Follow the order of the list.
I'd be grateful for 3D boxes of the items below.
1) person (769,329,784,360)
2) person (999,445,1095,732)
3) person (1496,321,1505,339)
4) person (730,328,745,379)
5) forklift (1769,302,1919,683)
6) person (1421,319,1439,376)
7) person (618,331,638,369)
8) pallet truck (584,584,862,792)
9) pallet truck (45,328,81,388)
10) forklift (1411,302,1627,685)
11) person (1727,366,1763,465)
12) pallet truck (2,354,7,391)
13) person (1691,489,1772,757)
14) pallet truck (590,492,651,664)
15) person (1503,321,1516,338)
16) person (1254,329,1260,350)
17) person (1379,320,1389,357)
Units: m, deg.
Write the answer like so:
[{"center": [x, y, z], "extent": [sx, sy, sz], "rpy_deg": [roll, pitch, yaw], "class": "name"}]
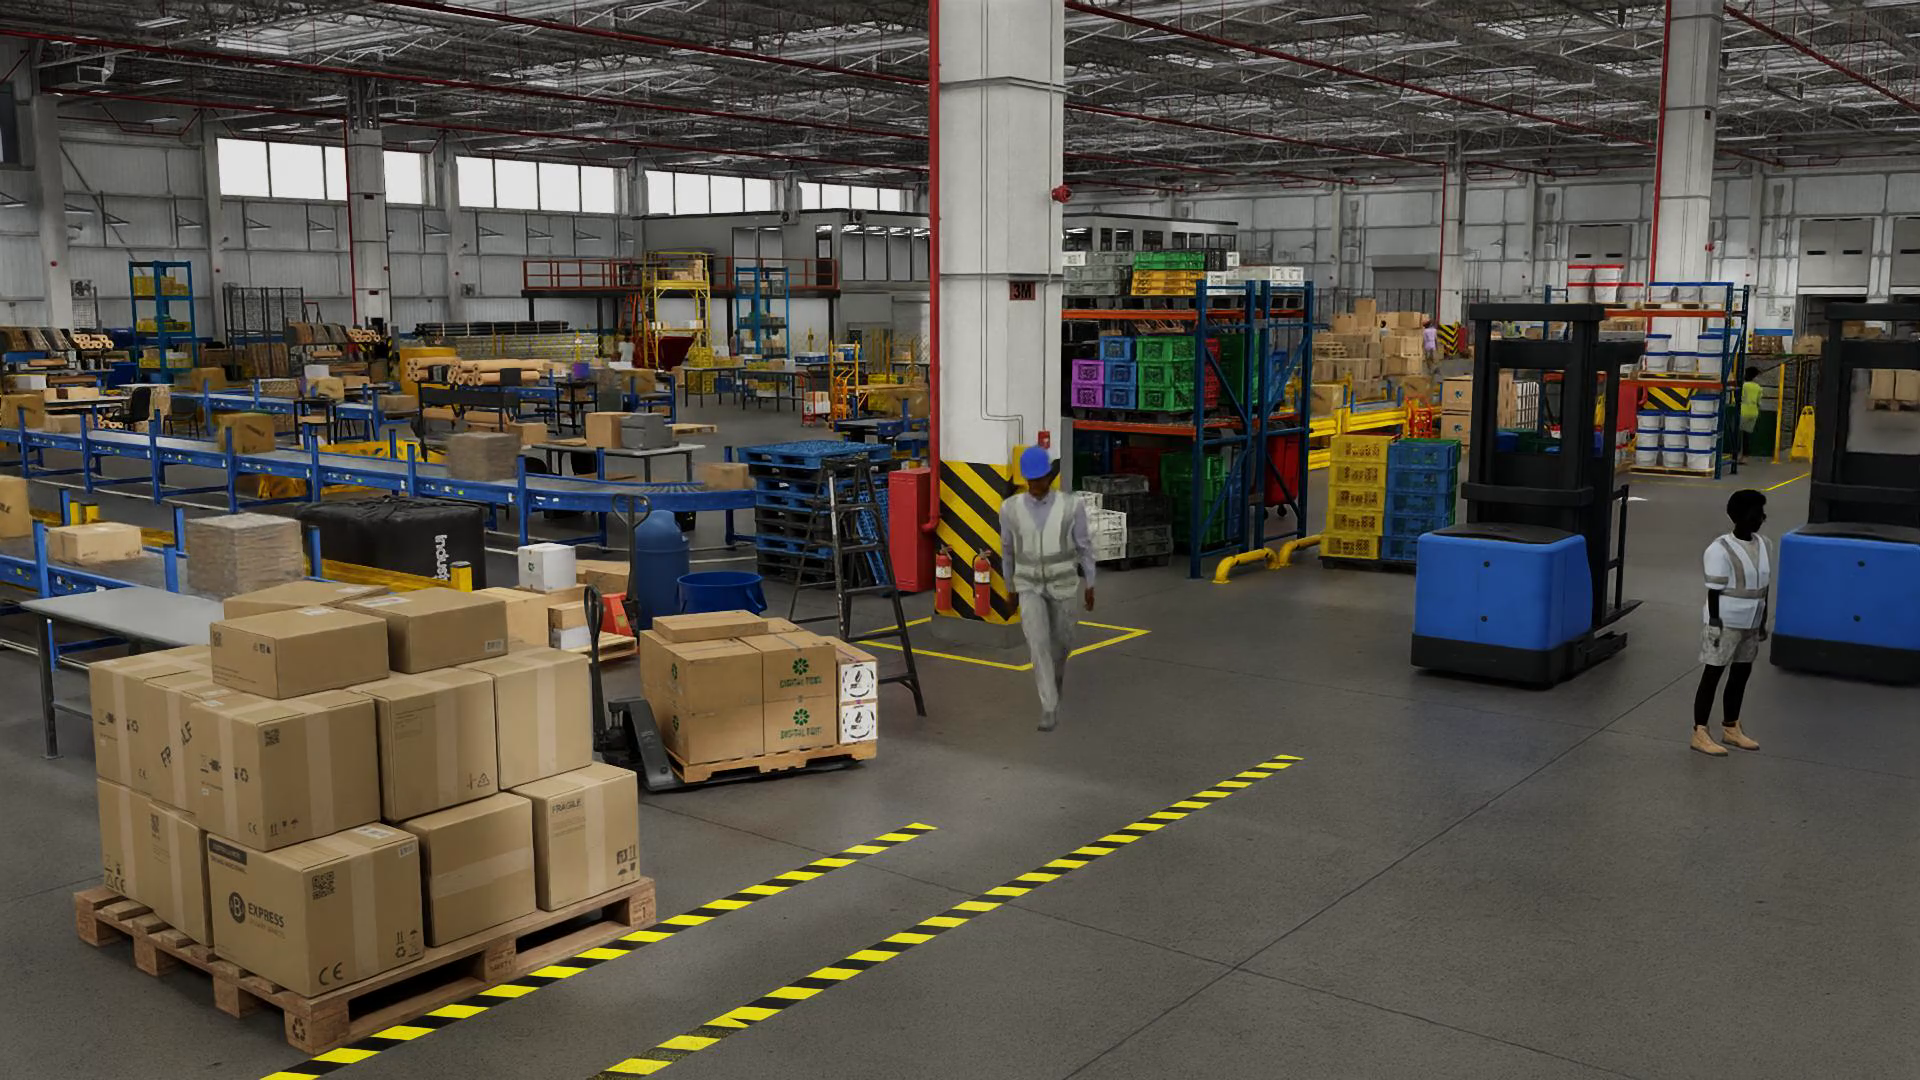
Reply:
[{"center": [-5.874, -5.962, 53.475], "extent": [0.772, 1.859, 0.594], "rpy_deg": [6, 11, 37], "class": "person"}, {"center": [0.595, 0.283, 11.285], "extent": [0.640, 1.905, 0.844], "rpy_deg": [1, 8, 7], "class": "person"}, {"center": [25.815, -9.845, 79.830], "extent": [1.112, 1.842, 0.577], "rpy_deg": [3, 9, 20], "class": "person"}, {"center": [-7.503, -6.294, 56.100], "extent": [0.519, 1.757, 0.337], "rpy_deg": [1, 9, 7], "class": "person"}, {"center": [7.121, -0.440, 12.862], "extent": [1.129, 2.768, 1.873], "rpy_deg": [6, 11, 37], "class": "forklift"}, {"center": [16.483, -6.772, 58.490], "extent": [0.698, 2.000, 0.488], "rpy_deg": [-3, 9, -21], "class": "person"}, {"center": [-9.237, -4.886, 46.288], "extent": [0.551, 1.850, 0.508], "rpy_deg": [-6, 10, -36], "class": "person"}, {"center": [-1.426, 0.805, 10.019], "extent": [1.601, 1.201, 0.680], "rpy_deg": [-4, 9, -26], "class": "pallet truck"}, {"center": [-23.775, -4.544, 43.495], "extent": [1.885, 1.965, 0.823], "rpy_deg": [6, 10, 35], "class": "pallet truck"}, {"center": [4.379, -0.438, 12.852], "extent": [1.129, 2.768, 1.873], "rpy_deg": [7, 11, 37], "class": "forklift"}, {"center": [13.255, -2.100, 28.101], "extent": [0.559, 1.666, 0.447], "rpy_deg": [-3, 9, -17], "class": "person"}, {"center": [-24.881, -4.417, 42.634], "extent": [1.885, 1.965, 0.823], "rpy_deg": [8, 11, 41], "class": "pallet truck"}, {"center": [4.865, 0.514, 10.440], "extent": [0.532, 1.689, 0.321], "rpy_deg": [-4, 9, -27], "class": "person"}, {"center": [-3.115, 0.344, 12.883], "extent": [0.653, 1.274, 1.630], "rpy_deg": [7, 11, 37], "class": "pallet truck"}, {"center": [25.633, -9.520, 77.584], "extent": [0.645, 1.831, 0.506], "rpy_deg": [0, 8, -2], "class": "person"}, {"center": [12.229, -8.281, 68.942], "extent": [0.654, 1.935, 0.407], "rpy_deg": [-3, 9, -17], "class": "person"}, {"center": [16.137, -7.445, 63.477], "extent": [0.517, 1.873, 0.334], "rpy_deg": [-7, 11, -40], "class": "person"}]
